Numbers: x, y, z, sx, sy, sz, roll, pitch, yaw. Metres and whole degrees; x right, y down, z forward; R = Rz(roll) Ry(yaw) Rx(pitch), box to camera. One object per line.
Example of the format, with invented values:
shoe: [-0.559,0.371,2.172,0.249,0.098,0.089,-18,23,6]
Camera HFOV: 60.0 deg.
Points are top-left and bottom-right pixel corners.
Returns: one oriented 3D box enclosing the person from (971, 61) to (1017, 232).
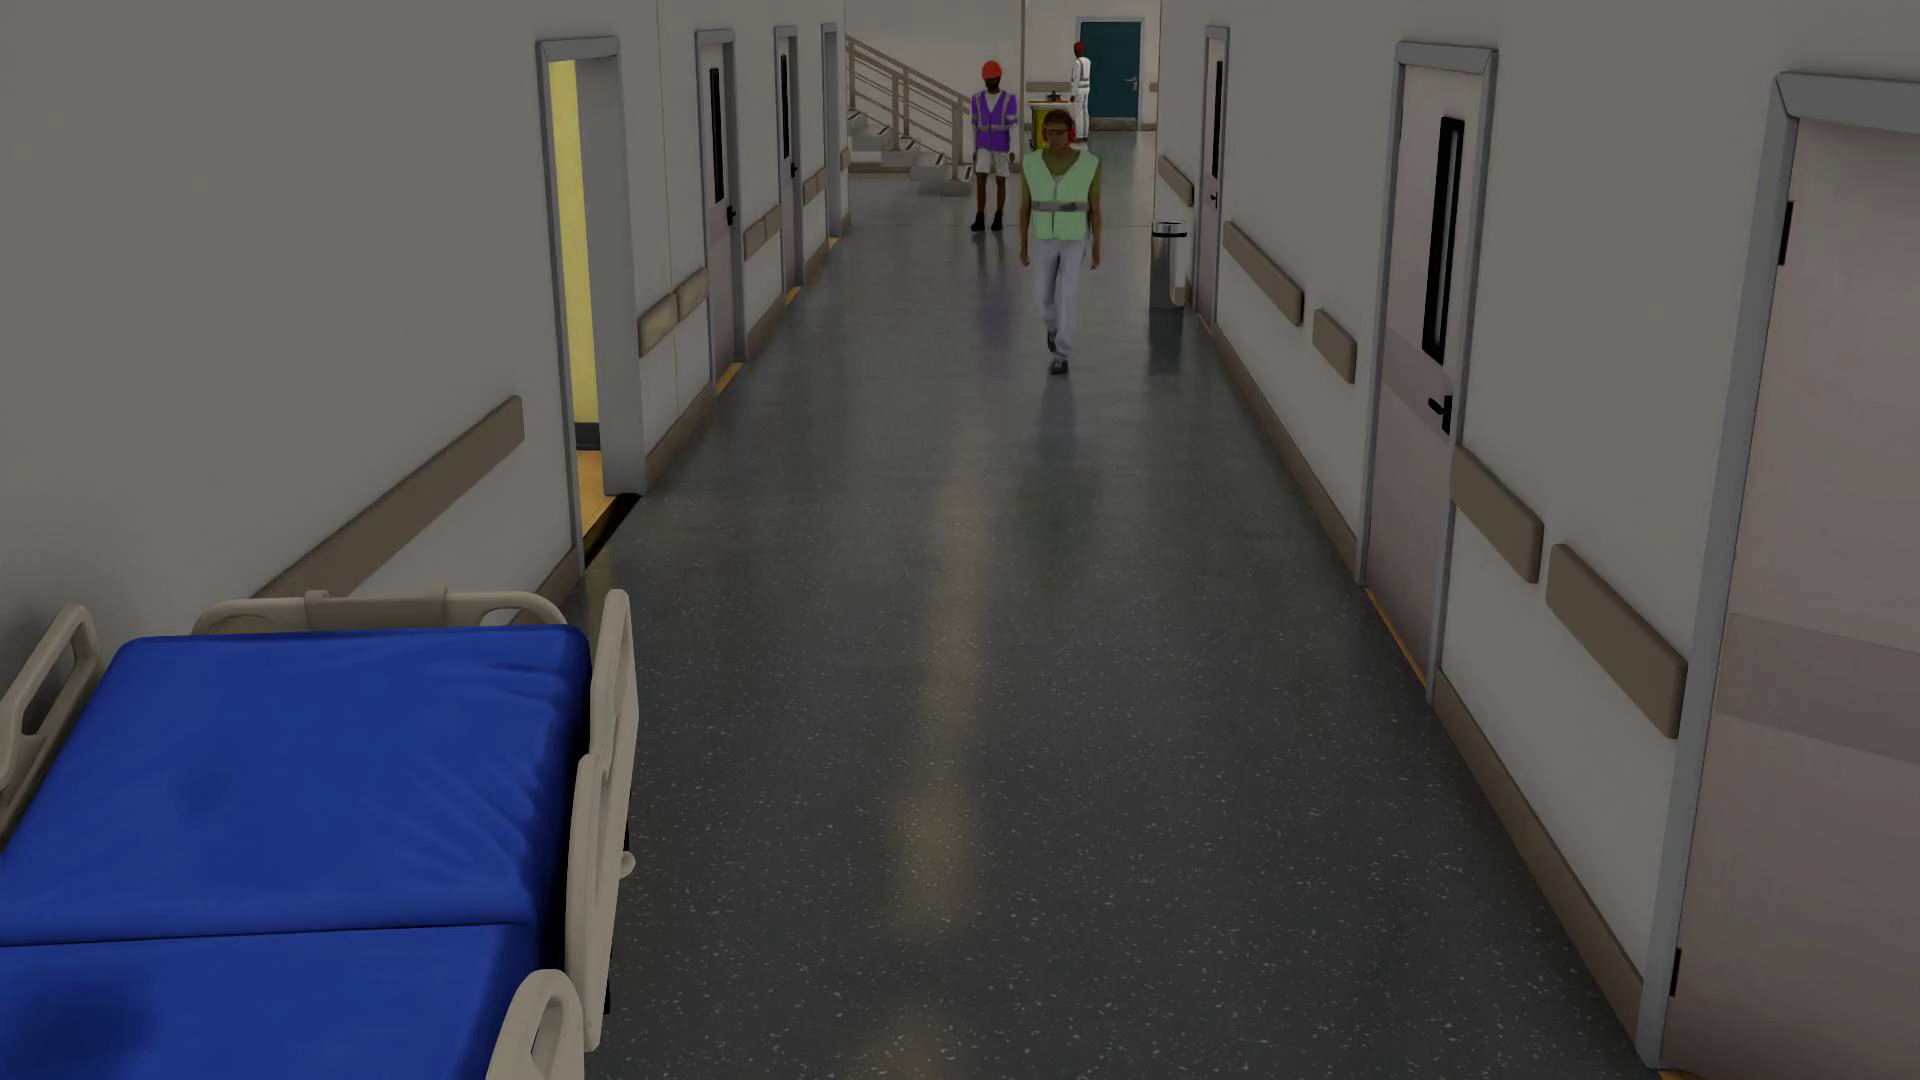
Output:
person: [0.359,-4.452,18.903,0.566,1.900,0.878,5,18,14]

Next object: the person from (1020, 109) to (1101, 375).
person: [0.714,-2.109,11.695,0.570,1.818,0.662,4,18,14]

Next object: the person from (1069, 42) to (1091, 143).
person: [2.301,-8.587,31.932,0.354,1.886,0.572,11,21,30]
